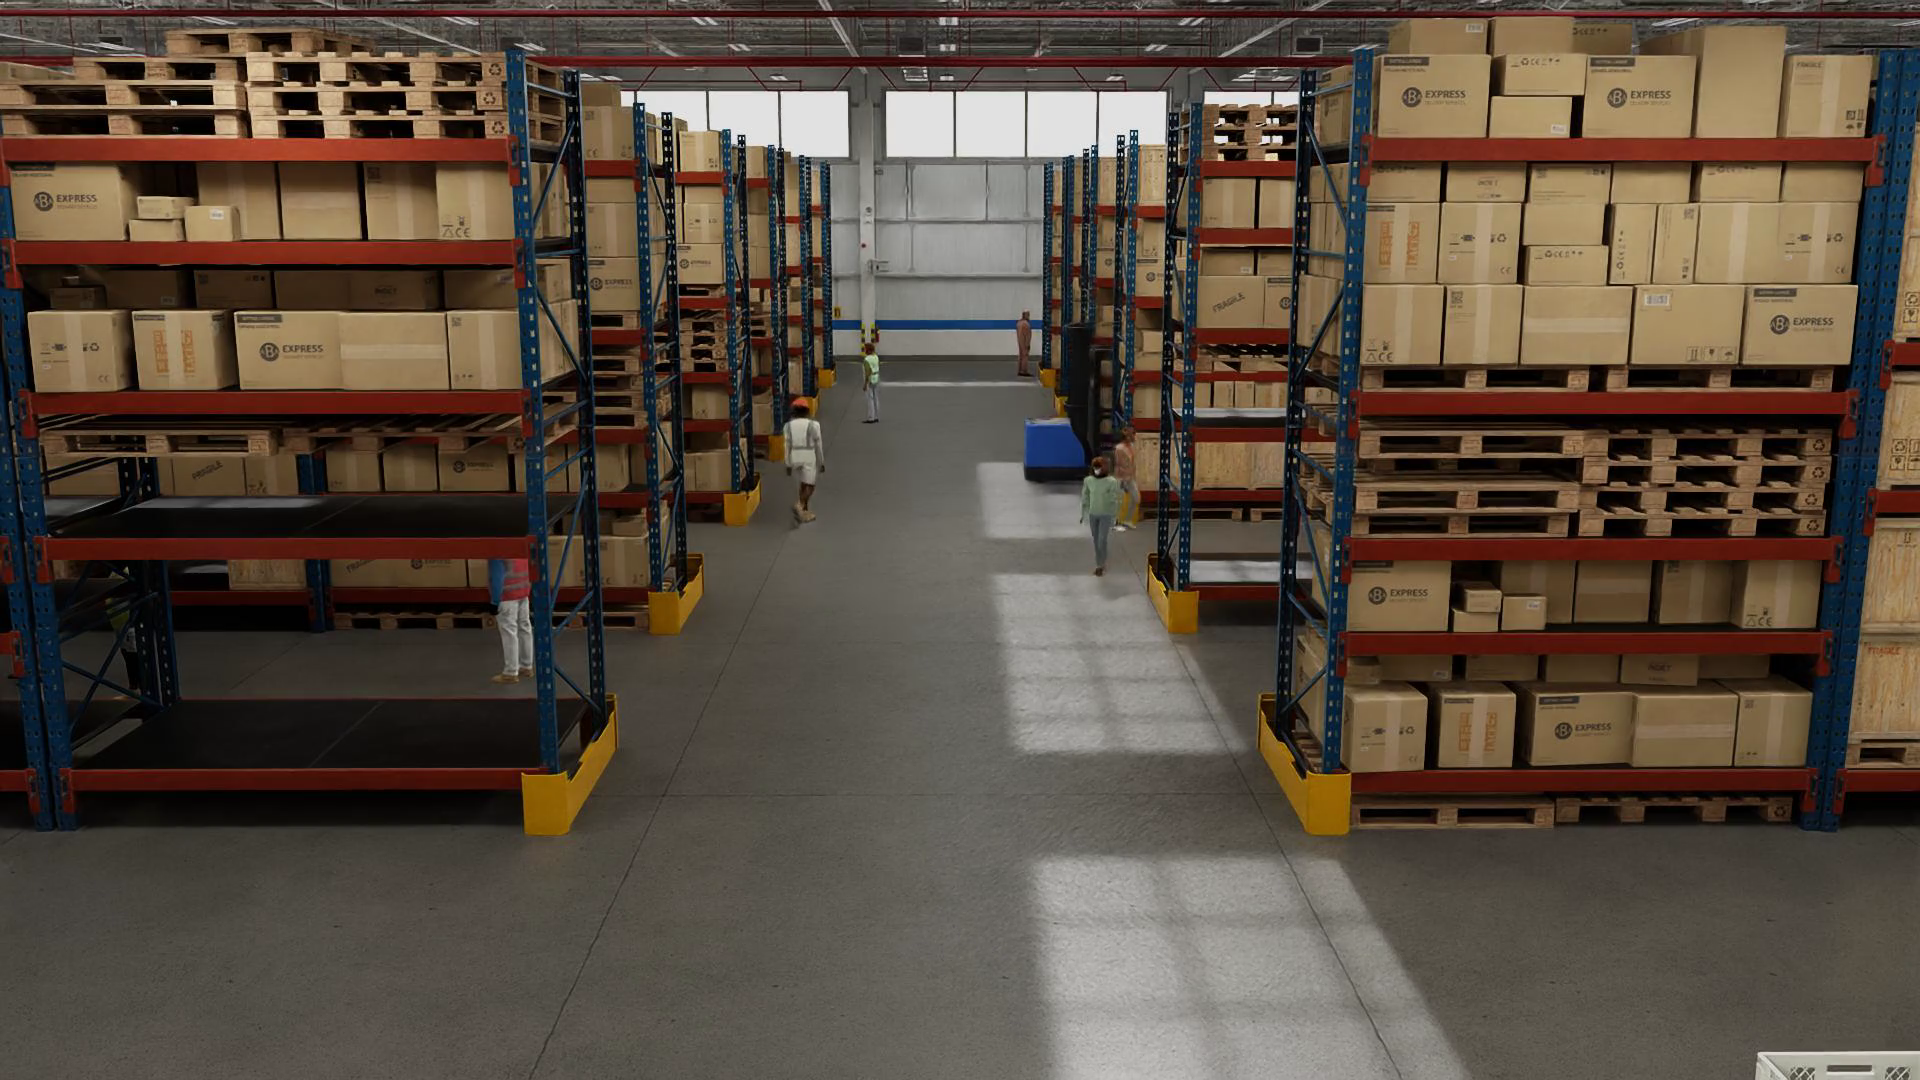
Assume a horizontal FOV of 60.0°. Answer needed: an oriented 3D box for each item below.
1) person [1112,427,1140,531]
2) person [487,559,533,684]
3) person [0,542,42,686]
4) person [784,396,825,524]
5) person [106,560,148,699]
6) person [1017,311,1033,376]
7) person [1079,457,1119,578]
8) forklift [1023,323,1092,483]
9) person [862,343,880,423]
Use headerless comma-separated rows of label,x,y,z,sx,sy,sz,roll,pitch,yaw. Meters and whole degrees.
person,2.547,-0.923,25.408,0.507,1.618,0.542,8,14,36
person,-4.718,0.586,17.394,0.430,1.840,0.620,5,12,22
person,-9.803,0.558,17.347,0.409,1.913,0.642,-9,15,-39
person,-2.472,-1.222,25.926,0.629,2.012,0.781,4,12,21
person,-8.287,0.831,16.522,0.318,1.700,0.535,-11,16,-43
person,1.904,-5.725,48.507,0.400,1.905,0.645,-5,12,-22
person,1.828,-0.299,22.319,0.526,1.610,0.669,6,13,28
forklift,2.105,-2.488,30.032,1.873,2.768,1.129,0,11,-1
person,-2.032,-3.589,38.061,0.373,1.843,0.570,5,12,22
